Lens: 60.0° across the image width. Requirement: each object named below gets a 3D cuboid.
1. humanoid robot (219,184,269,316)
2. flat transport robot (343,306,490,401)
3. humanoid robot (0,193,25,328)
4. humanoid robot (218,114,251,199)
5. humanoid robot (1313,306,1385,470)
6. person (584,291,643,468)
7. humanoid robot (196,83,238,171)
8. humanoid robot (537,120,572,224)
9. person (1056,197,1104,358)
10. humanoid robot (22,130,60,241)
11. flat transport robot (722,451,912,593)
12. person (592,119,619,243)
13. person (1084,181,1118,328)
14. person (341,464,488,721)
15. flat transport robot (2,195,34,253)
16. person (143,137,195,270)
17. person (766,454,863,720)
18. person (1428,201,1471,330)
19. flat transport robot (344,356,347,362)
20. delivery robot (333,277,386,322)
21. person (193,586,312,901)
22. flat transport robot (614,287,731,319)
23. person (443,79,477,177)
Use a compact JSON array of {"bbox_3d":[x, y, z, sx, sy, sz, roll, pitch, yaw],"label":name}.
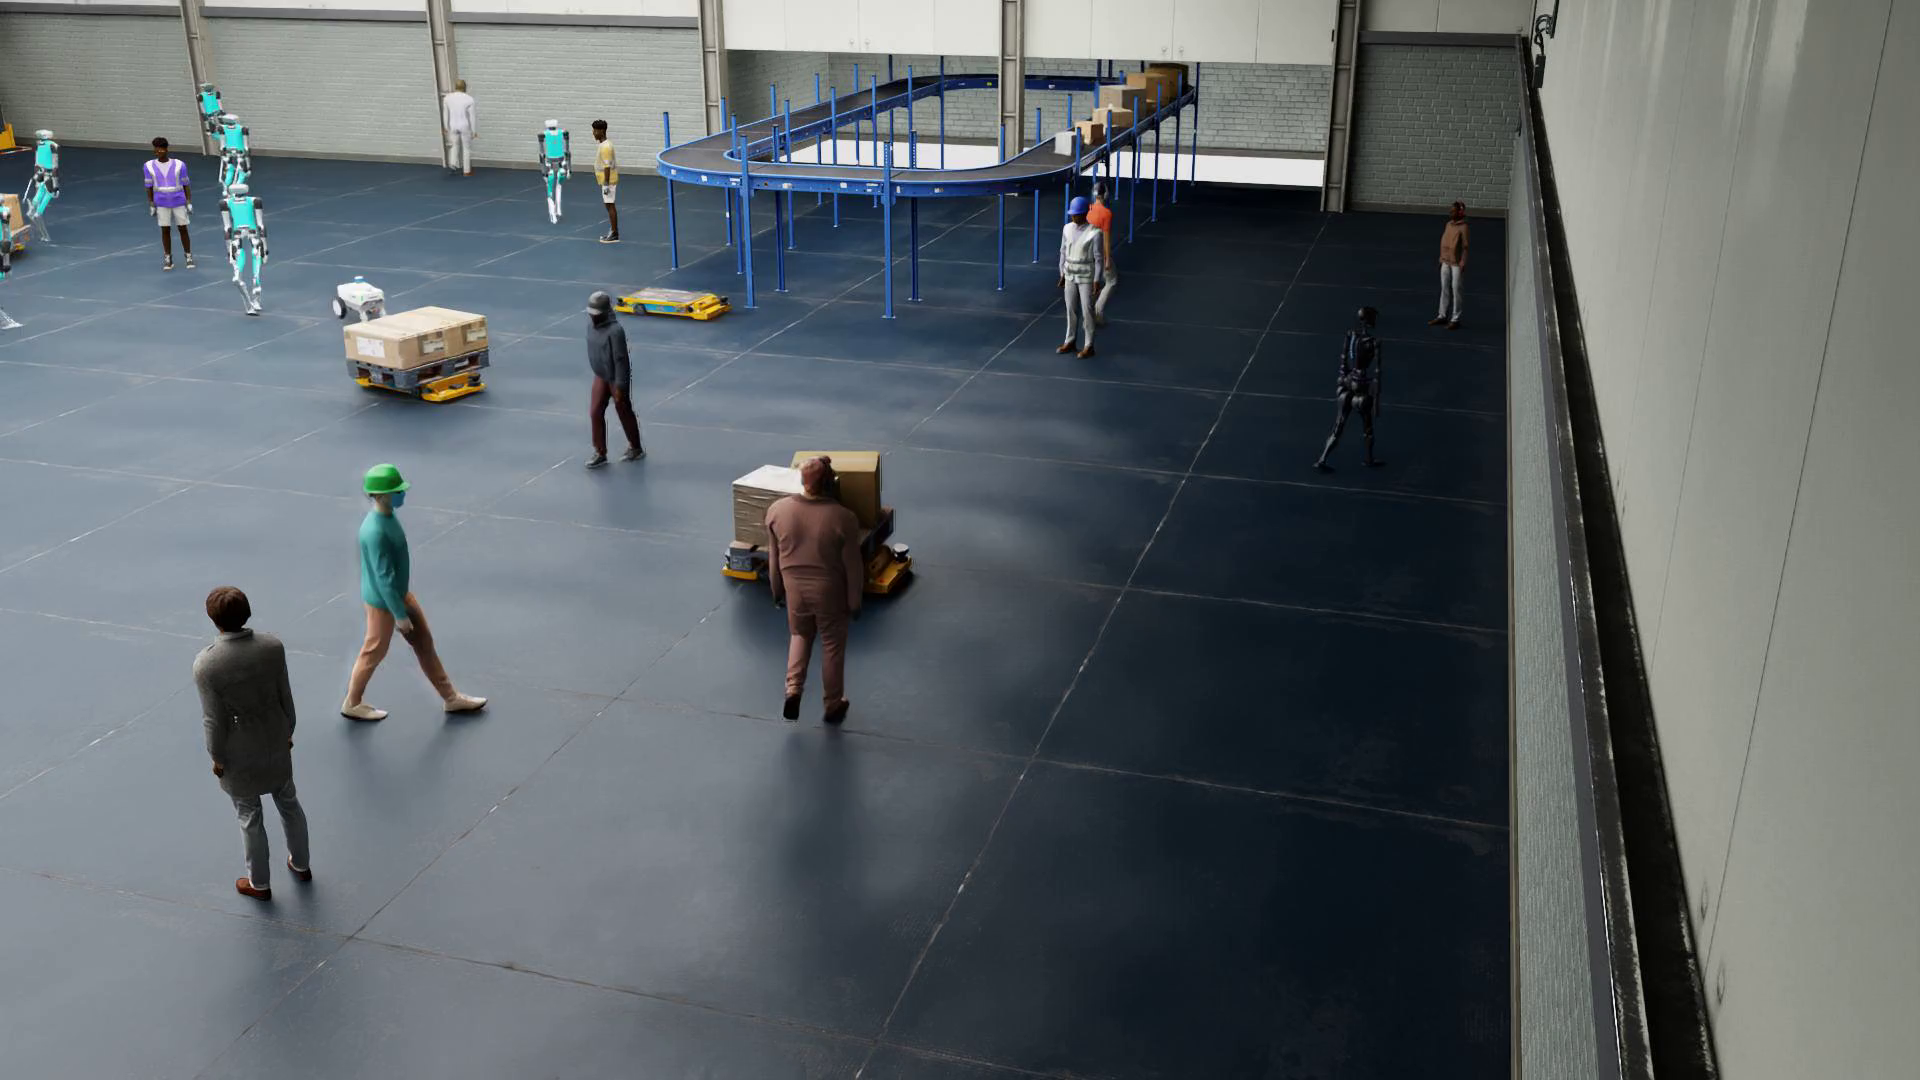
[{"bbox_3d":[-9.428,-3.768,21.963,0.542,1.731,1.025,-7,22,-16],"label":"humanoid robot"},{"bbox_3d":[-6.136,-1.829,18.922,1.431,0.231,0.659,13,25,31],"label":"flat transport robot"},{"bbox_3d":[-12.527,-3.485,21.241,0.557,1.800,0.949,19,28,40],"label":"humanoid robot"},{"bbox_3d":[-12.635,-6.387,28.846,0.541,1.890,0.803,1,21,3],"label":"humanoid robot"},{"bbox_3d":[3.823,-1.459,16.087,0.795,1.632,0.594,-11,24,-27],"label":"humanoid robot"},{"bbox_3d":[-3.412,-1.562,16.137,0.567,1.768,0.787,13,25,30],"label":"person"},{"bbox_3d":[-15.035,-8.373,33.869,0.720,1.781,0.567,12,24,27],"label":"humanoid robot"},{"bbox_3d":[-6.993,-6.345,28.637,0.546,1.788,0.867,-10,23,-25],"label":"humanoid robot"},{"bbox_3d":[1.444,-3.171,20.075,0.614,1.942,0.405,18,28,39],"label":"person"},{"bbox_3d":[-14.915,-5.680,26.945,0.559,1.828,0.739,11,24,26],"label":"humanoid robot"},{"bbox_3d":[-1.179,0.180,13.710,1.431,0.231,0.659,6,22,15],"label":"flat transport robot"},{"bbox_3d":[-5.713,-5.807,26.896,0.372,1.959,0.602,-4,21,-11],"label":"person"},{"bbox_3d":[1.795,-3.658,21.401,0.446,1.894,0.488,-19,28,-40],"label":"person"},{"bbox_3d":[-3.765,0.369,11.054,0.970,1.820,0.537,0,21,-1],"label":"person"},{"bbox_3d":[-15.122,-4.460,25.746,0.659,0.231,1.431,-3,21,-8],"label":"flat transport robot"},{"bbox_3d":[-11.827,-5.048,24.917,0.607,1.962,0.368,-8,22,-20],"label":"person"},{"bbox_3d":[-0.950,0.355,11.005,0.657,1.885,0.531,5,22,14],"label":"person"},{"bbox_3d":[6.379,-3.553,21.465,0.320,1.651,0.457,-9,23,-23],"label":"person"},{"bbox_3d":[-6.680,-2.097,19.615,0.659,0.231,1.431,-17,27,-36],"label":"flat transport robot"},{"bbox_3d":[-7.961,-3.189,22.076,0.789,0.612,0.499,20,28,41],"label":"delivery robot"},{"bbox_3d":[-3.886,1.109,9.131,0.367,1.833,0.503,17,27,38],"label":"person"},{"bbox_3d":[-3.879,-3.187,22.444,1.431,0.231,0.659,8,23,20],"label":"flat transport robot"},{"bbox_3d":[-9.981,-8.194,33.167,0.686,1.921,0.571,2,21,5],"label":"person"}]
